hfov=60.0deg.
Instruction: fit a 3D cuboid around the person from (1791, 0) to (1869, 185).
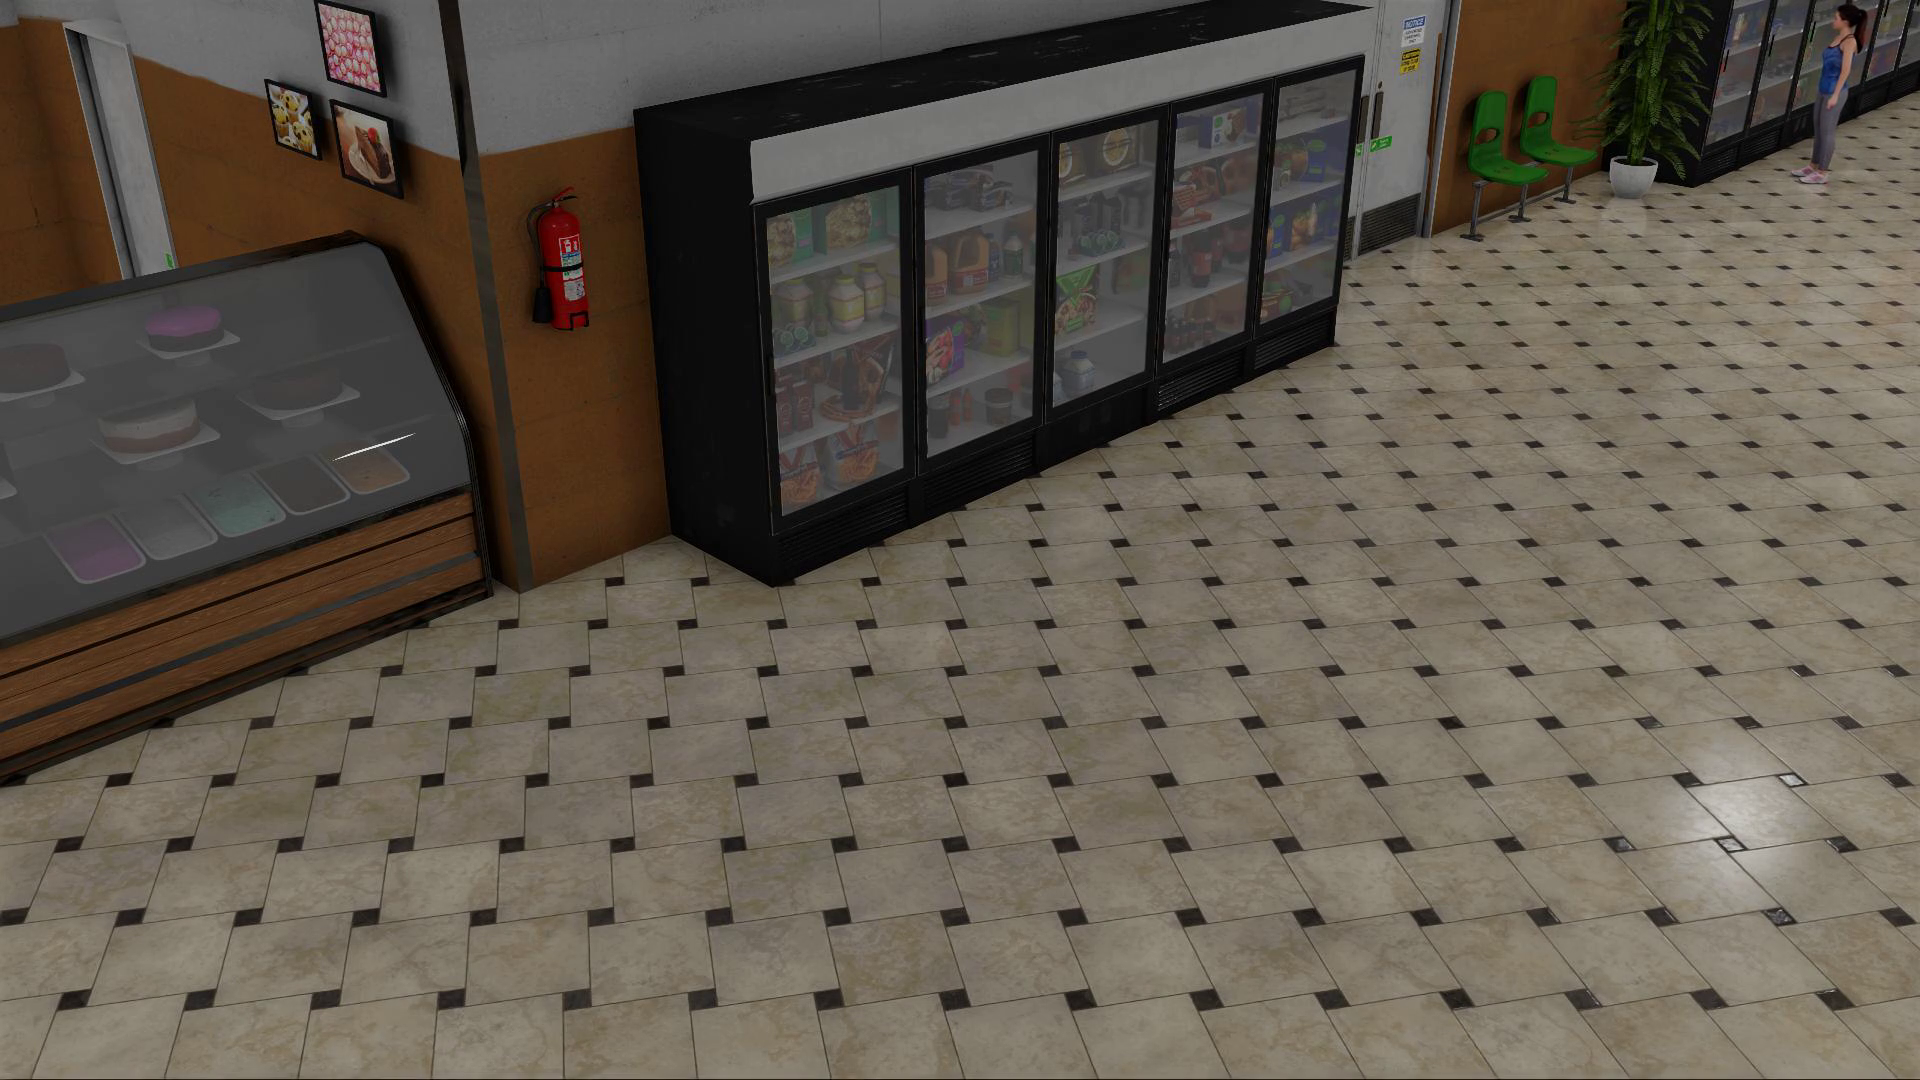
[{"bbox_3d":[8.063,-4.121,15.374,0.691,1.609,0.657,5,27,11],"label":"person"}]
